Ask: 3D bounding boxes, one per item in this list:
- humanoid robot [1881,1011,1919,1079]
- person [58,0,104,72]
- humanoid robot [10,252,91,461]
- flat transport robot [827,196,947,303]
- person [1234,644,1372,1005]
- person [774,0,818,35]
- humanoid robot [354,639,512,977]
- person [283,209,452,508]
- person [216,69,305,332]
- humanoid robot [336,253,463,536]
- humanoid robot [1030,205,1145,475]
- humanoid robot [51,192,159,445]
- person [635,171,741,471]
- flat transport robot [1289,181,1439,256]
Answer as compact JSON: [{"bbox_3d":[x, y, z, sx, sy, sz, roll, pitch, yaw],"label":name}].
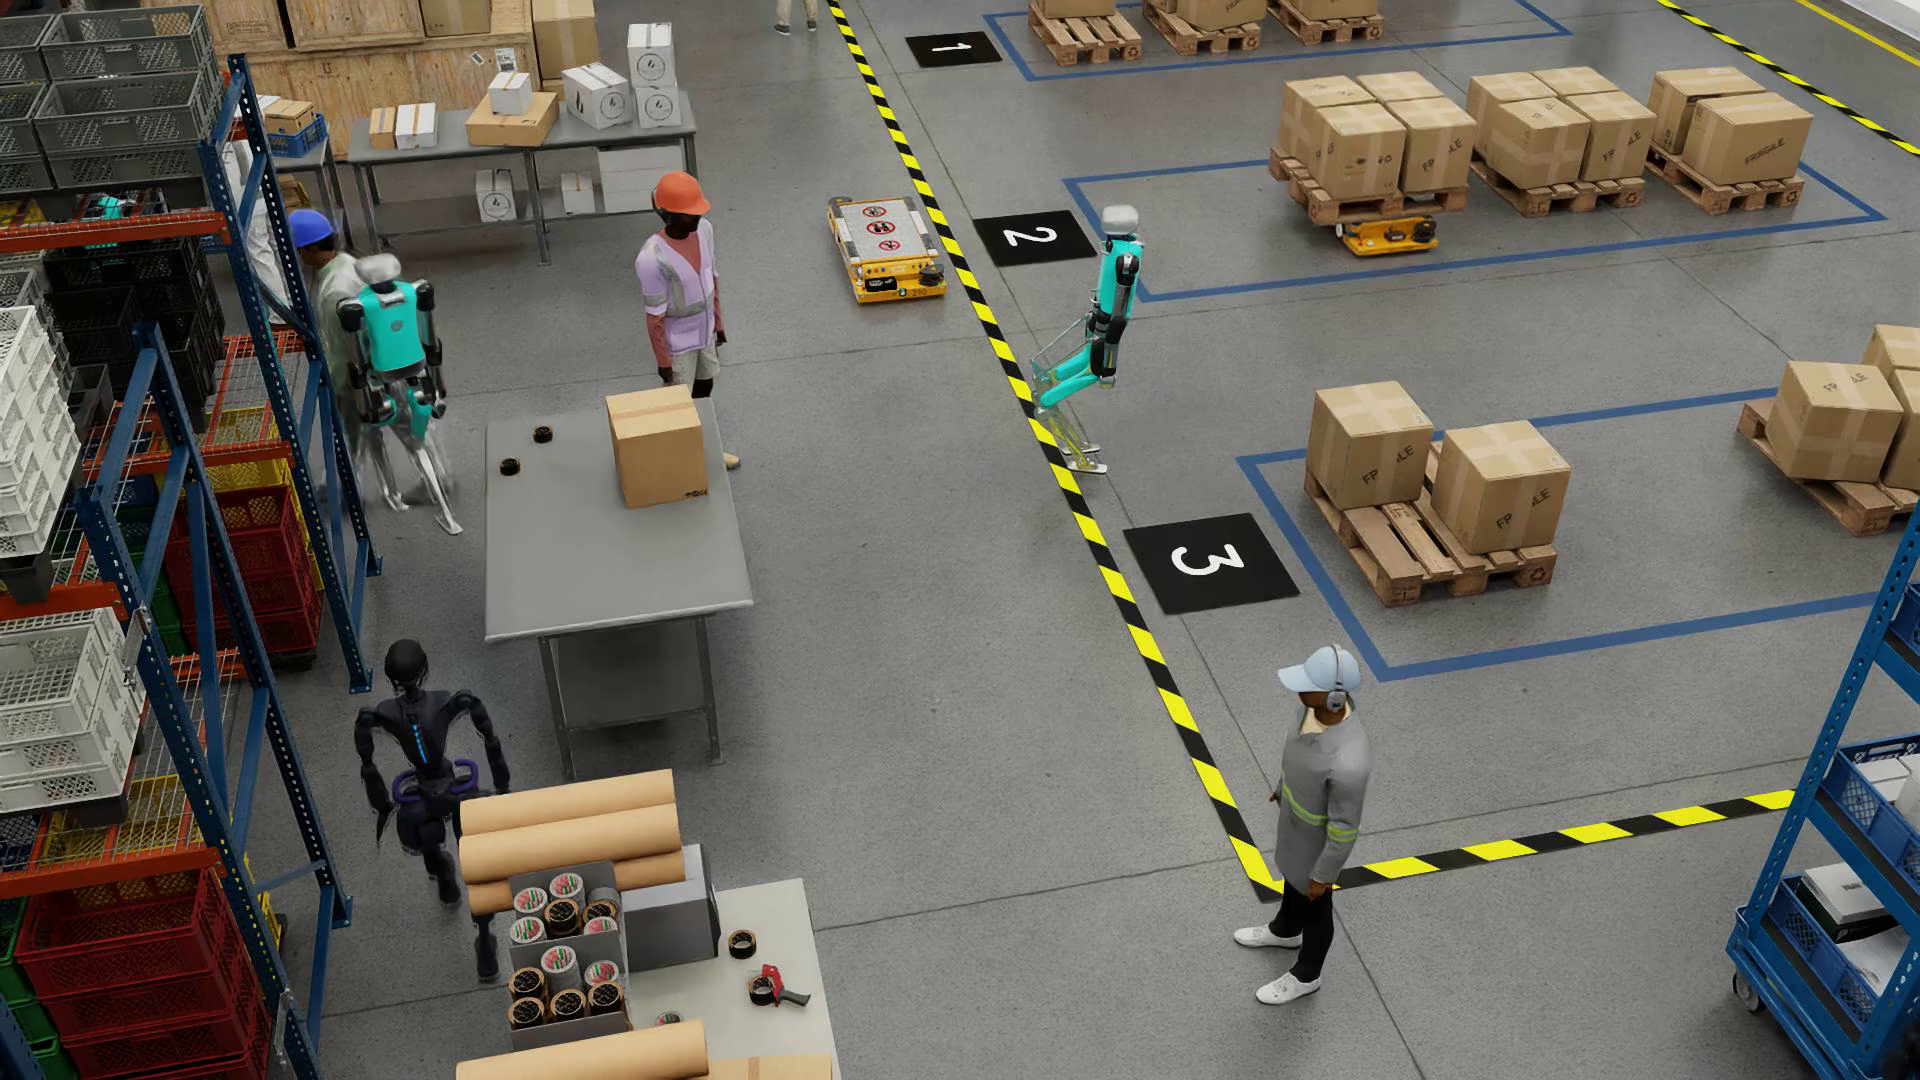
[{"bbox_3d":[3.345,2.047,5.664,0.737,1.634,0.603,-8,37,-11],"label":"humanoid robot"},{"bbox_3d":[-8.115,-5.049,15.028,0.404,1.833,0.589,-15,39,-19],"label":"person"},{"bbox_3d":[-5.440,-0.991,9.703,0.373,1.641,0.605,4,37,5],"label":"humanoid robot"},{"bbox_3d":[-0.570,-2.220,12.538,0.659,0.231,1.431,-8,37,-10],"label":"flat transport robot"},{"bbox_3d":[1.385,1.144,6.690,0.390,1.853,0.587,-3,37,-5],"label":"person"},{"bbox_3d":[-1.629,-5.786,16.073,0.574,1.767,0.395,-14,39,-18],"label":"person"},{"bbox_3d":[-2.168,1.054,6.980,0.612,1.626,0.752,-10,38,-13],"label":"humanoid robot"},{"bbox_3d":[-3.533,-0.971,9.497,0.973,1.882,0.624,-16,40,-21],"label":"person"},{"bbox_3d":[-4.794,-2.274,11.256,0.343,1.882,0.586,5,37,7],"label":"person"},{"bbox_3d":[-3.272,-0.884,9.530,0.553,1.783,0.871,-26,44,-31],"label":"humanoid robot"},{"bbox_3d":[0.677,-1.167,9.781,0.735,1.675,0.533,-1,37,-1],"label":"humanoid robot"},{"bbox_3d":[-5.082,-1.314,10.006,0.531,1.690,0.739,-5,37,-6],"label":"humanoid robot"},{"bbox_3d":[-1.564,-1.189,9.676,0.401,2.036,0.600,19,41,24],"label":"person"},{"bbox_3d":[3.164,-2.663,13.109,0.652,0.197,1.431,-8,37,-10],"label":"flat transport robot"}]
